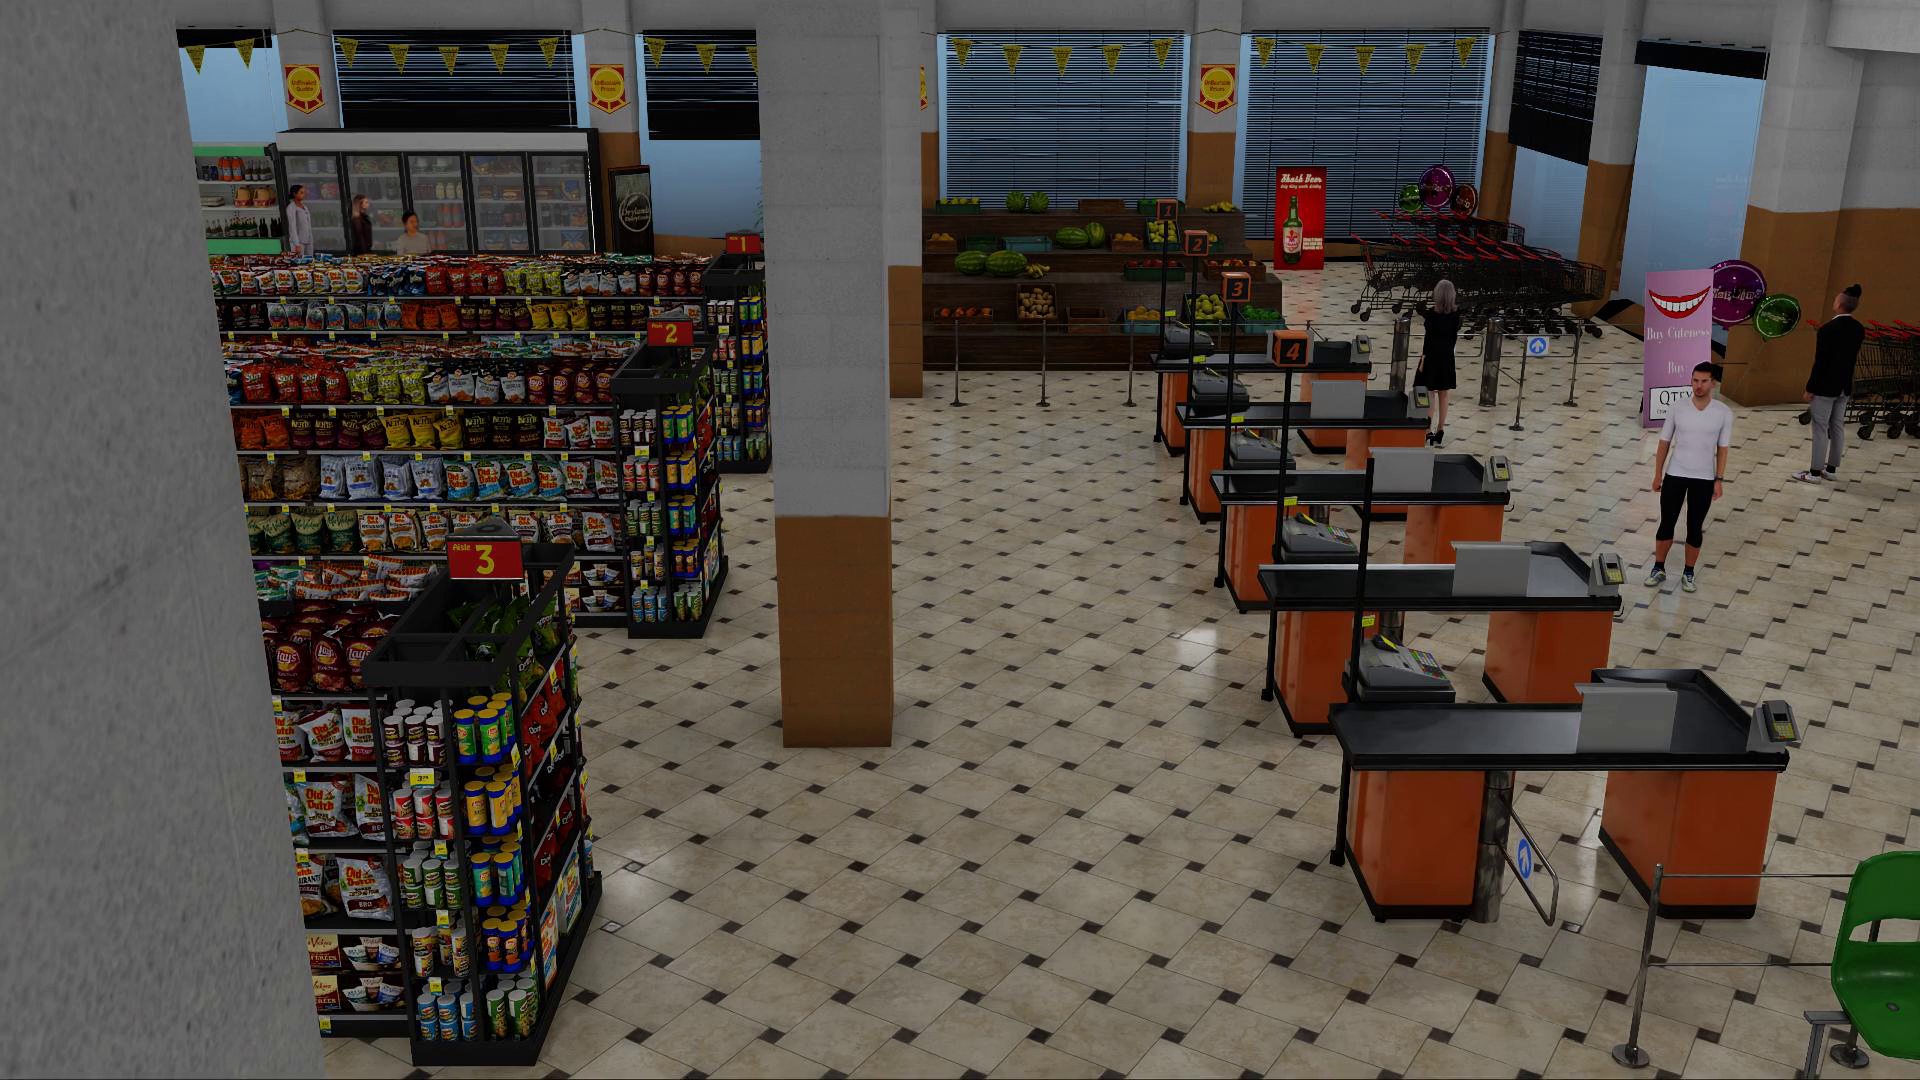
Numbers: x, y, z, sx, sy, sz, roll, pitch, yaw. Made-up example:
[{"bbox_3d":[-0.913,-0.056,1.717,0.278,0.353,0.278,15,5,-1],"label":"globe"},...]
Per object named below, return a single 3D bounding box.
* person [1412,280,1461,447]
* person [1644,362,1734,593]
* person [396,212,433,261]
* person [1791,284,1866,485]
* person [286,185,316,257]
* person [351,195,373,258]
[{"bbox_3d":[5.010,-1.868,17.452,0.630,1.746,0.747,-8,20,-21],"label":"person"},{"bbox_3d":[5.832,-0.517,13.282,0.665,1.851,0.812,9,21,26],"label":"person"},{"bbox_3d":[-7.245,-3.450,22.083,1.216,1.784,1.015,11,21,28],"label":"person"},{"bbox_3d":[8.450,-1.516,16.091,0.688,1.949,0.846,-8,20,-22],"label":"person"},{"bbox_3d":[-10.101,-4.567,25.473,0.616,1.735,0.665,4,19,10],"label":"person"},{"bbox_3d":[-8.894,-4.237,24.559,0.715,1.693,0.631,-1,19,-4],"label":"person"}]
